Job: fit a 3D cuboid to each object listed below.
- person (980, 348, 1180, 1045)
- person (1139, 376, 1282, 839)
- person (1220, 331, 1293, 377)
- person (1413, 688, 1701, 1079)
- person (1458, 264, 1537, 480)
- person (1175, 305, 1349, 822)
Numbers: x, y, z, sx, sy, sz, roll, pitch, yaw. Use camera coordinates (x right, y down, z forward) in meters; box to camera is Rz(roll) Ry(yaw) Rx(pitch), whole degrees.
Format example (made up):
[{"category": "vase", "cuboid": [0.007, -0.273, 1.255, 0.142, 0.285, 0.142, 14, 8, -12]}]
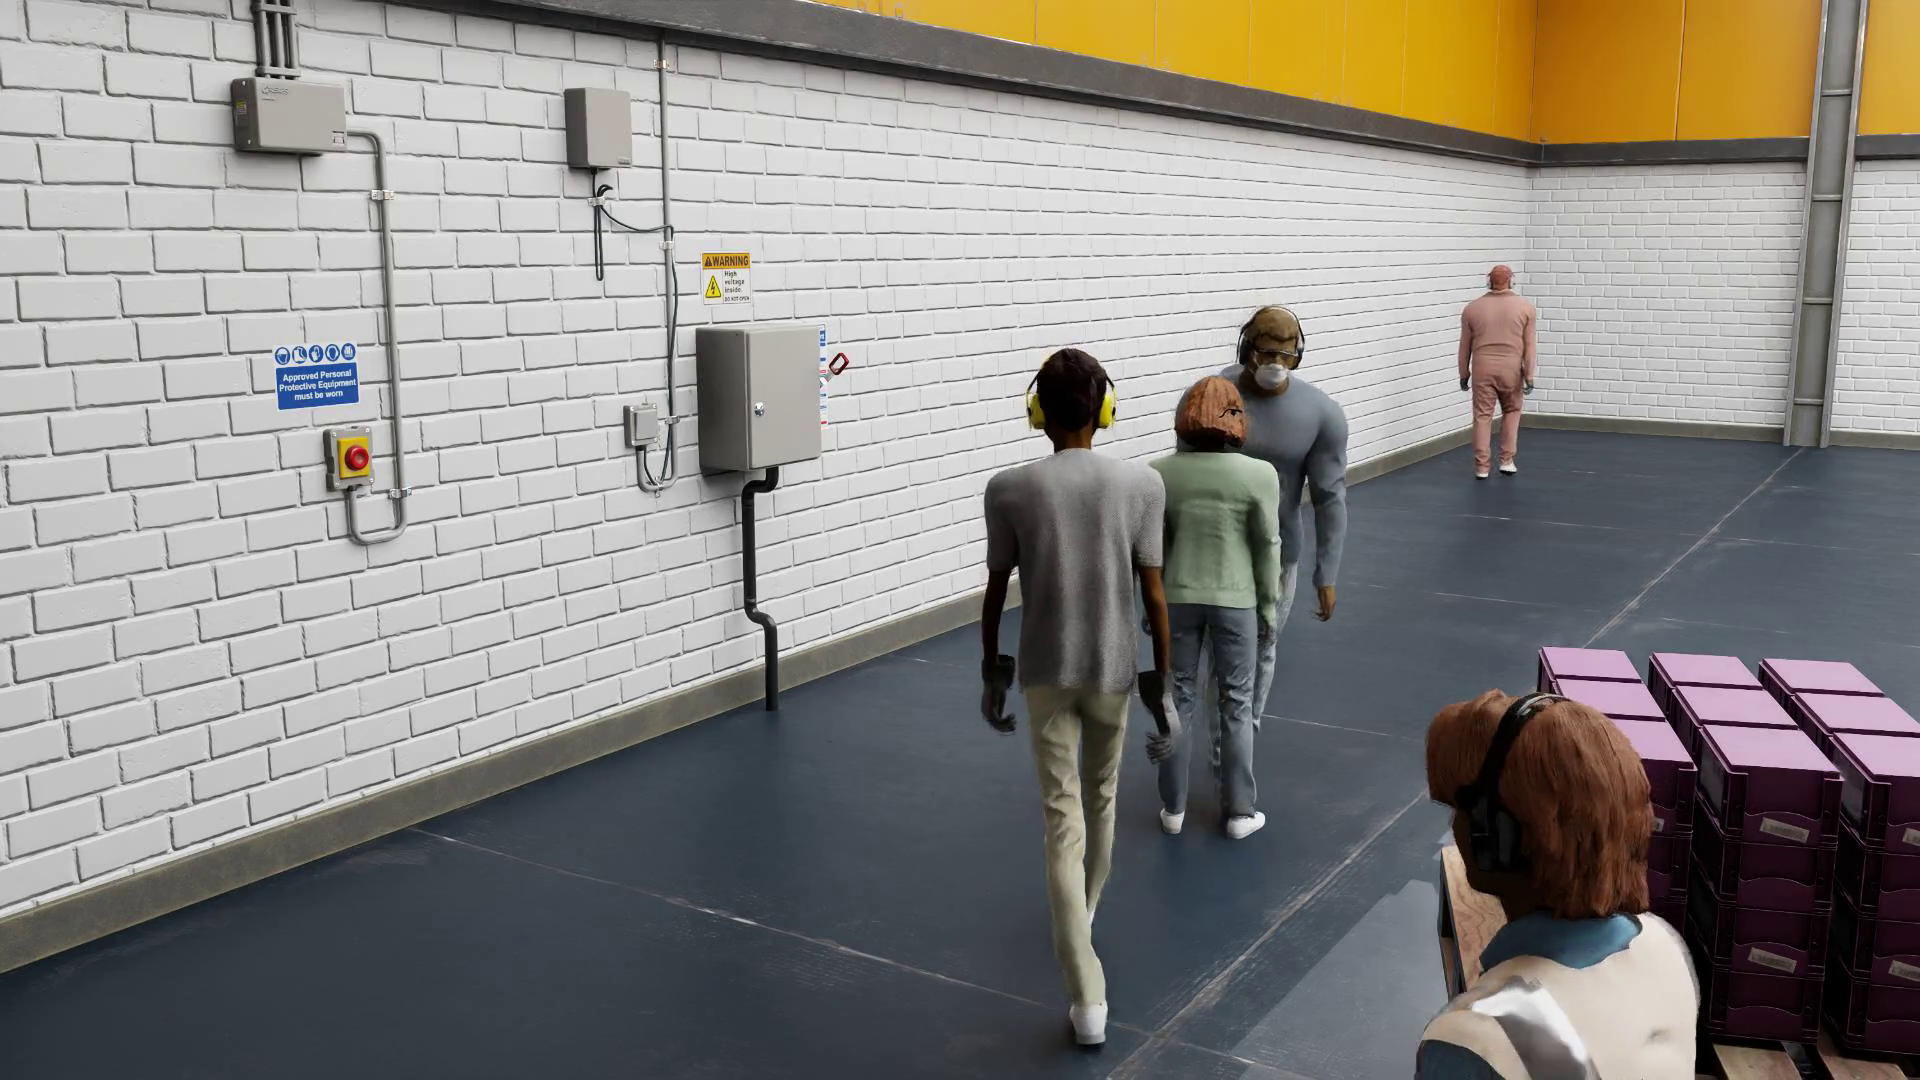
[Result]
[{"category": "person", "cuboid": [0.324, 0.380, 4.616, 0.533, 1.806, 1.012, -1, 10, -3]}, {"category": "person", "cuboid": [0.874, 0.241, 5.859, 0.498, 1.633, 0.284, 4, 11, 20]}, {"category": "person", "cuboid": [1.840, -0.568, 10.419, 0.519, 1.606, 0.701, 6, 12, 28]}, {"category": "person", "cuboid": [0.642, 0.972, 1.843, 0.350, 1.625, 0.515, 9, 14, 41]}, {"category": "person", "cuboid": [4.767, -1.489, 14.754, 0.668, 1.880, 0.733, 4, 11, 23]}, {"category": "person", "cuboid": [1.087, 0.077, 6.135, 0.638, 1.860, 1.028, 2, 10, 8]}]
